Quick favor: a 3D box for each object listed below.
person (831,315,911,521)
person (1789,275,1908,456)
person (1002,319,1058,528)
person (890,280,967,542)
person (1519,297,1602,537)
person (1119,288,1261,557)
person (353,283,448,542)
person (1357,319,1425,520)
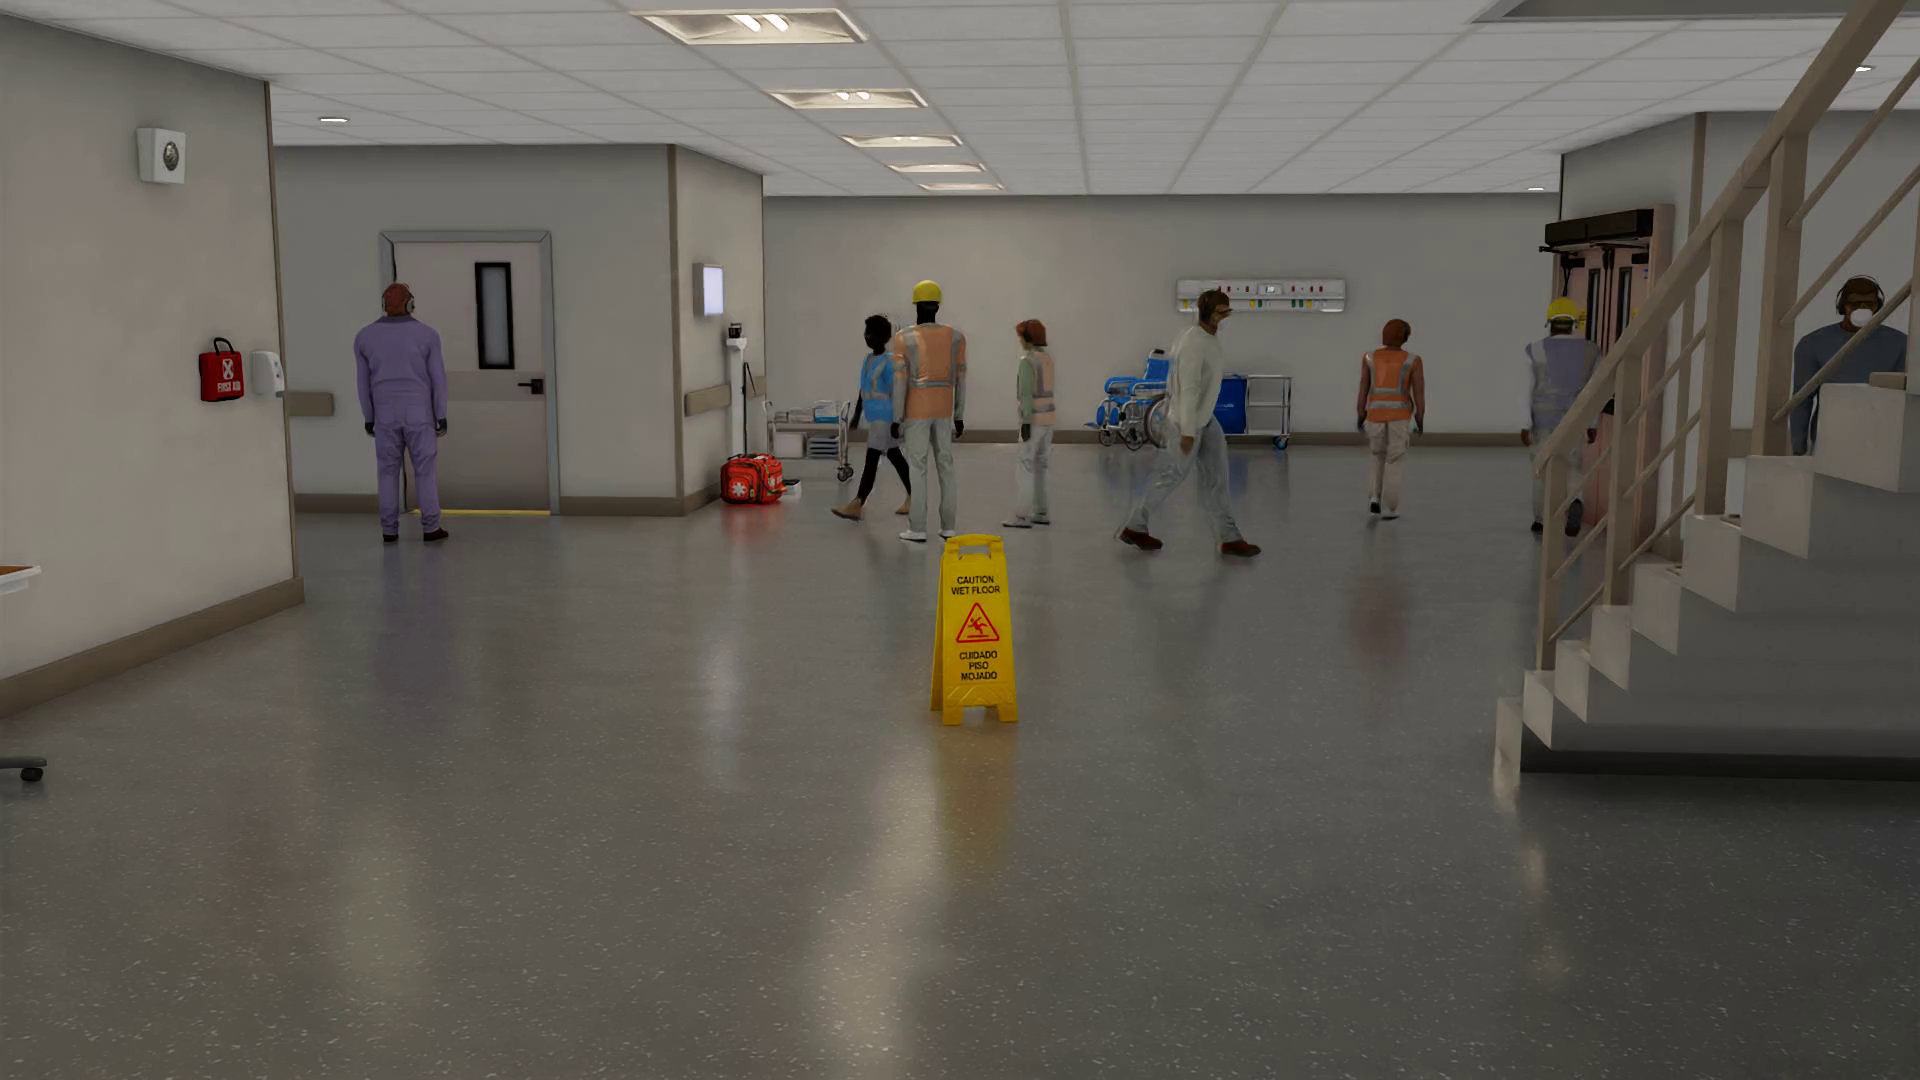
[{"bbox_3d":[-0.649,-0.994,13.528,0.887,1.652,0.531,-4,9,-25],"label":"person"},{"bbox_3d":[5.092,-0.541,9.535,0.634,1.930,0.384,3,9,17],"label":"person"},{"bbox_3d":[0.574,-0.910,13.046,0.380,1.625,0.554,4,9,28],"label":"person"},{"bbox_3d":[-0.242,-0.948,12.289,0.595,1.925,0.372,-4,9,-26],"label":"person"},{"bbox_3d":[4.477,-0.902,12.397,0.598,1.811,0.720,1,8,6],"label":"person"},{"bbox_3d":[1.598,-0.820,11.642,1.004,1.882,0.685,4,9,27],"label":"person"},{"bbox_3d":[-4.094,-0.934,12.265,0.642,1.909,0.410,-1,8,-6],"label":"person"},{"bbox_3d":[3.509,-0.978,13.512,0.548,1.622,0.404,5,10,32],"label":"person"}]
